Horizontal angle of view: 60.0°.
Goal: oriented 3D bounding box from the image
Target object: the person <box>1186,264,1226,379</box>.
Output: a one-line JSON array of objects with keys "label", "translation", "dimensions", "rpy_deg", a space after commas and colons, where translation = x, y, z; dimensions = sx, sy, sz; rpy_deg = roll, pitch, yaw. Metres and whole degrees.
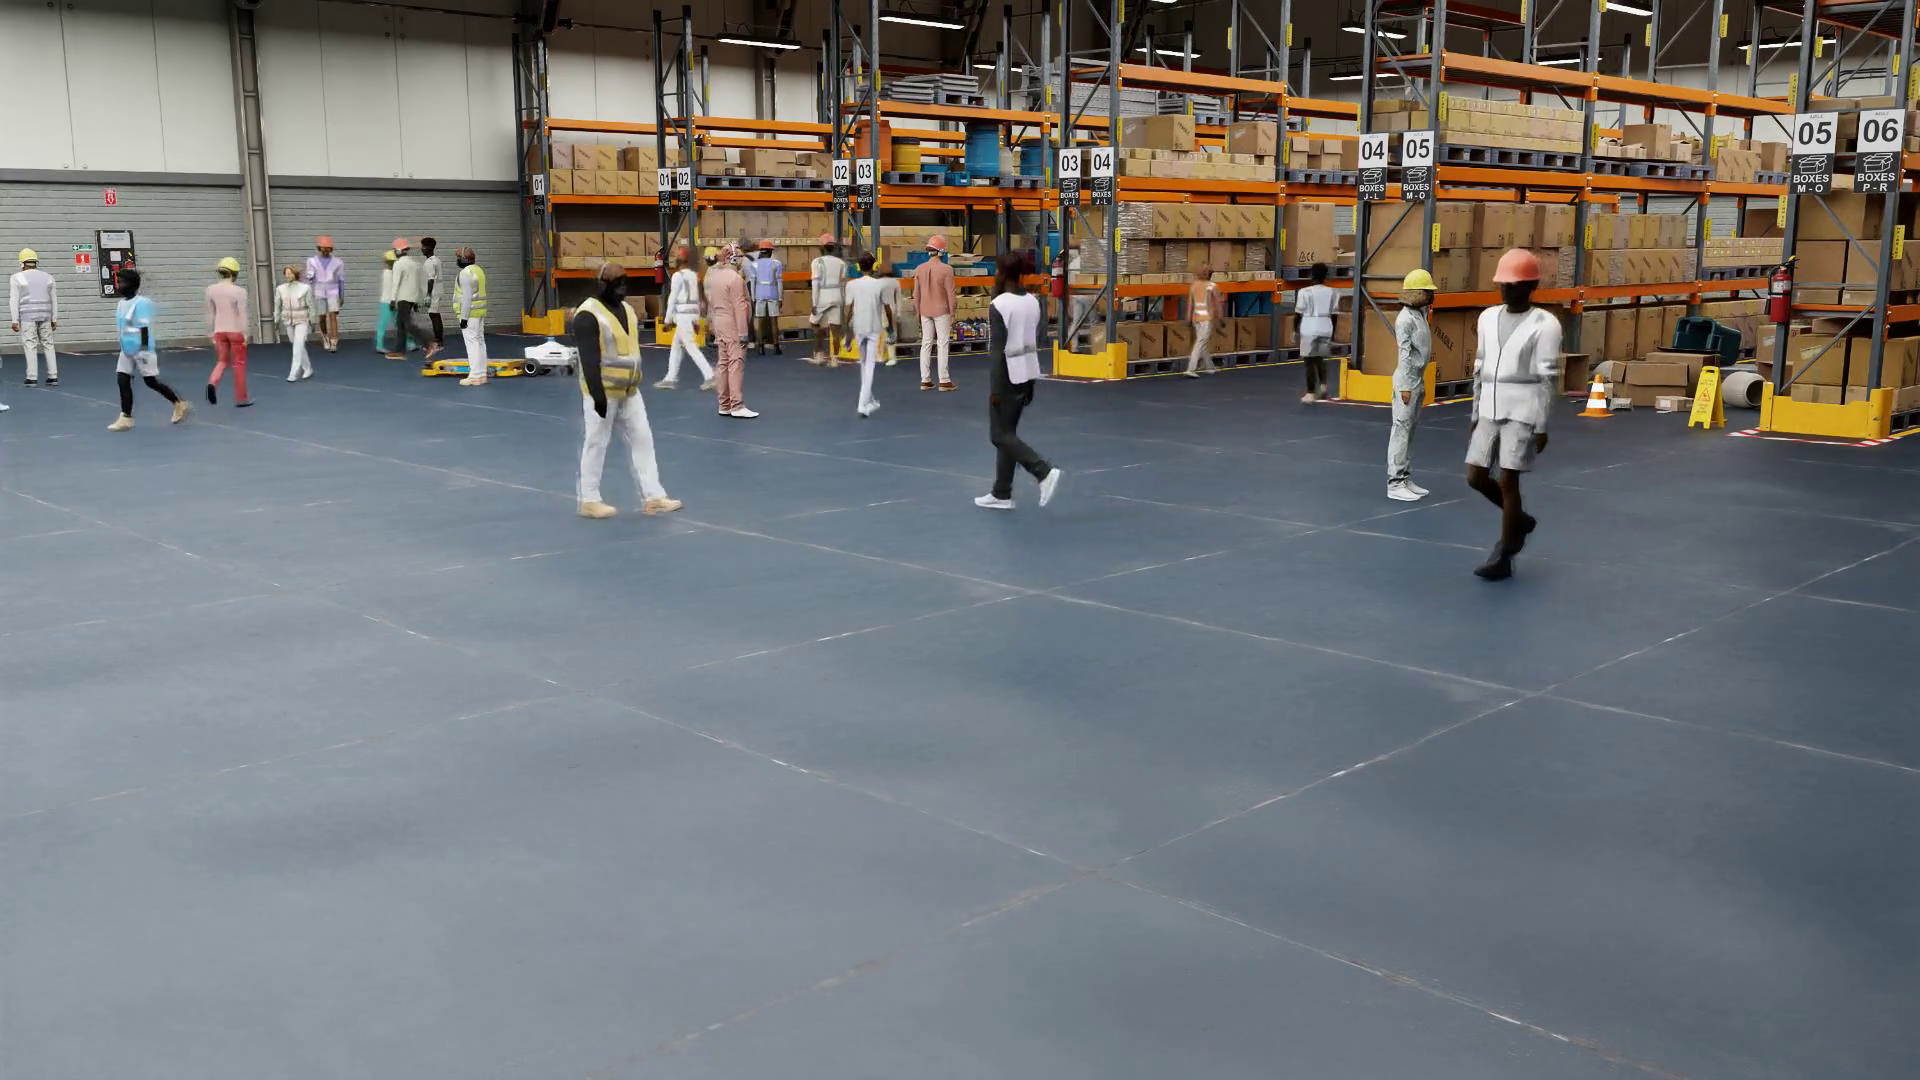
[{"label": "person", "translation": [3.460, -3.093, 23.530], "dimensions": [0.877, 1.593, 0.515], "rpy_deg": [-8, 13, -38]}]

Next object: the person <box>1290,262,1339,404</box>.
[{"label": "person", "translation": [4.238, -2.463, 19.854], "dimensions": [0.545, 1.680, 0.372], "rpy_deg": [-3, 11, -17]}]

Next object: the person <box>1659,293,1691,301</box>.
[{"label": "person", "translation": [12.890, -4.427, 29.960], "dimensions": [0.940, 1.885, 0.612], "rpy_deg": [-7, 13, -34]}]

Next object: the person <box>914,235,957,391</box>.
[{"label": "person", "translation": [-0.305, -2.943, 21.601], "dimensions": [0.622, 1.993, 0.382], "rpy_deg": [6, 12, 31]}]

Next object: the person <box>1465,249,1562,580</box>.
[{"label": "person", "translation": [3.269, -0.744, 9.785], "dimensions": [0.539, 1.924, 0.552], "rpy_deg": [-7, 13, -35]}]

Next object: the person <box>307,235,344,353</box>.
[{"label": "person", "translation": [-10.987, -4.280, 28.865], "dimensions": [0.608, 2.014, 0.972], "rpy_deg": [-3, 11, -16]}]

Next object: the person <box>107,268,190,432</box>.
[{"label": "person", "translation": [-8.494, -1.988, 17.302], "dimensions": [0.536, 1.673, 0.774], "rpy_deg": [7, 13, 35]}]

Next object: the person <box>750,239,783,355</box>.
[{"label": "person", "translation": [-3.272, -4.117, 28.168], "dimensions": [0.547, 1.934, 0.376], "rpy_deg": [0, 10, 1]}]

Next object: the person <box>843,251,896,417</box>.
[{"label": "person", "translation": [-1.036, -2.306, 18.621], "dimensions": [0.501, 1.834, 0.961], "rpy_deg": [3, 11, 16]}]

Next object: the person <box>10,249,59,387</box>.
[{"label": "person", "translation": [-12.380, -2.971, 22.237], "dimensions": [0.404, 1.825, 0.599], "rpy_deg": [7, 12, 32]}]

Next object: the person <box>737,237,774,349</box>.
[{"label": "person", "translation": [-3.600, -4.374, 29.396], "dimensions": [0.792, 2.000, 0.533], "rpy_deg": [-5, 11, -24]}]

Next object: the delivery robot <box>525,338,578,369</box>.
[{"label": "delivery robot", "translation": [-5.855, -2.662, 23.857], "dimensions": [0.707, 0.478, 0.477], "rpy_deg": [1, 10, 8]}]

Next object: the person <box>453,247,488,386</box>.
[{"label": "person", "translation": [-6.604, -3.016, 22.420], "dimensions": [0.429, 1.839, 0.634], "rpy_deg": [1, 10, 3]}]

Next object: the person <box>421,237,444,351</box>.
[{"label": "person", "translation": [-9.238, -4.304, 29.100], "dimensions": [0.367, 1.966, 0.607], "rpy_deg": [-1, 10, -5]}]

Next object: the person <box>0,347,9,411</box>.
[{"label": "person", "translation": [-11.121, -2.383, 18.797], "dimensions": [0.589, 1.911, 0.642], "rpy_deg": [4, 11, 19]}]

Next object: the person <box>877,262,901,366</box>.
[{"label": "person", "translation": [-1.180, -3.509, 25.791], "dimensions": [0.517, 1.587, 0.845], "rpy_deg": [-7, 13, -34]}]

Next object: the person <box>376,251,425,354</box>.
[{"label": "person", "translation": [-9.528, -4.021, 28.170], "dimensions": [0.860, 1.723, 0.551], "rpy_deg": [-2, 11, -10]}]

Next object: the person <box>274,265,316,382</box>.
[{"label": "person", "translation": [-9.229, -3.018, 23.108], "dimensions": [0.524, 1.595, 0.878], "rpy_deg": [1, 10, 6]}]

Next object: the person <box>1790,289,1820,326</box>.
[{"label": "person", "translation": [13.312, -3.700, 26.274], "dimensions": [0.882, 1.798, 0.599], "rpy_deg": [-10, 15, -44]}]

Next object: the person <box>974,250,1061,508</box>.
[{"label": "person", "translation": [0.425, -1.156, 12.130], "dimensions": [0.713, 1.900, 0.595], "rpy_deg": [7, 12, 32]}]

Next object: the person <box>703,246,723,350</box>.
[{"label": "person", "translation": [-4.260, -4.275, 29.364], "dimensions": [0.539, 1.809, 0.646], "rpy_deg": [-4, 11, -22]}]

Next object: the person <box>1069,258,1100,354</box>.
[{"label": "person", "translation": [2.117, -3.960, 27.420], "dimensions": [0.659, 1.889, 0.989], "rpy_deg": [7, 13, 35]}]

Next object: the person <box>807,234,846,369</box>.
[{"label": "person", "translation": [-2.058, -3.613, 25.192], "dimensions": [0.634, 2.012, 0.790], "rpy_deg": [-8, 13, -38]}]

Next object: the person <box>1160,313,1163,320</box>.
[{"label": "person", "translation": [4.778, -5.752, 37.375], "dimensions": [0.442, 1.826, 0.571], "rpy_deg": [-8, 13, -36]}]

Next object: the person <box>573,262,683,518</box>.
[{"label": "person", "translation": [-2.371, -1.045, 11.774], "dimensions": [0.860, 1.804, 0.657], "rpy_deg": [5, 11, 24]}]

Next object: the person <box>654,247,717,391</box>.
[{"label": "person", "translation": [-3.551, -2.875, 21.637], "dimensions": [0.957, 1.851, 0.574], "rpy_deg": [2, 11, 13]}]

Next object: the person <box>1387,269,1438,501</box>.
[{"label": "person", "translation": [3.465, -1.186, 12.710], "dimensions": [0.295, 1.744, 0.490], "rpy_deg": [6, 12, 28]}]

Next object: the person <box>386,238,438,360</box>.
[{"label": "person", "translation": [-8.910, -3.896, 26.901], "dimensions": [0.883, 1.967, 0.615], "rpy_deg": [1, 10, 5]}]

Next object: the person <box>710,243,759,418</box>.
[{"label": "person", "translation": [-2.498, -2.313, 18.408], "dimensions": [0.409, 1.909, 0.641], "rpy_deg": [-7, 12, -33]}]

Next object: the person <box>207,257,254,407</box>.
[{"label": "person", "translation": [-8.540, -2.416, 19.379], "dimensions": [0.539, 1.748, 0.582], "rpy_deg": [2, 11, 11]}]

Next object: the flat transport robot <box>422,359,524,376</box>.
[{"label": "flat transport robot", "translation": [-6.936, -2.493, 23.969], "dimensions": [1.431, 0.197, 0.652], "rpy_deg": [1, 11, 8]}]
